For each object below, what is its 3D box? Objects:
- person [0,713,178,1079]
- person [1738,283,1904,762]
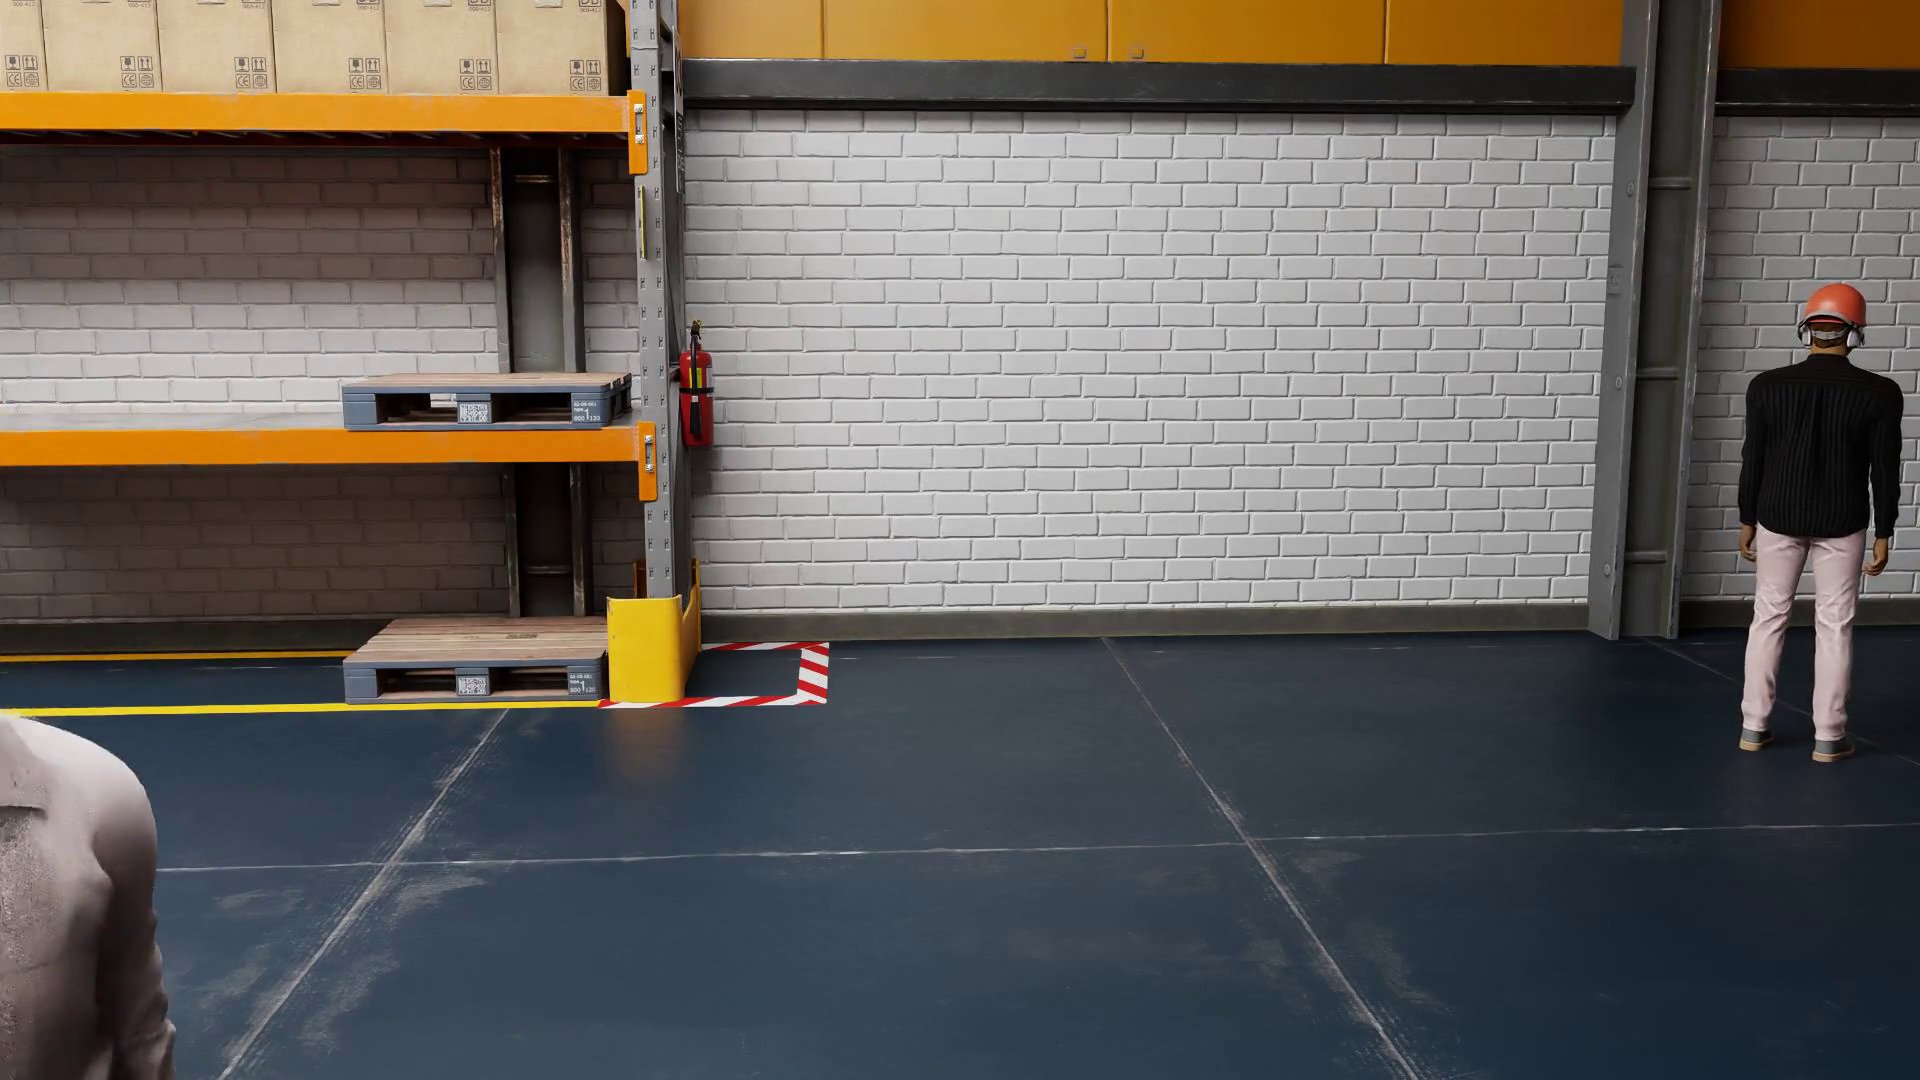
[{"bbox_3d":[-1.111,0.841,1.677,0.663,1.861,1.014,-7,12,-39],"label":"person"},{"bbox_3d":[3.588,-0.069,6.971,0.614,1.989,0.402,7,11,36],"label":"person"}]
